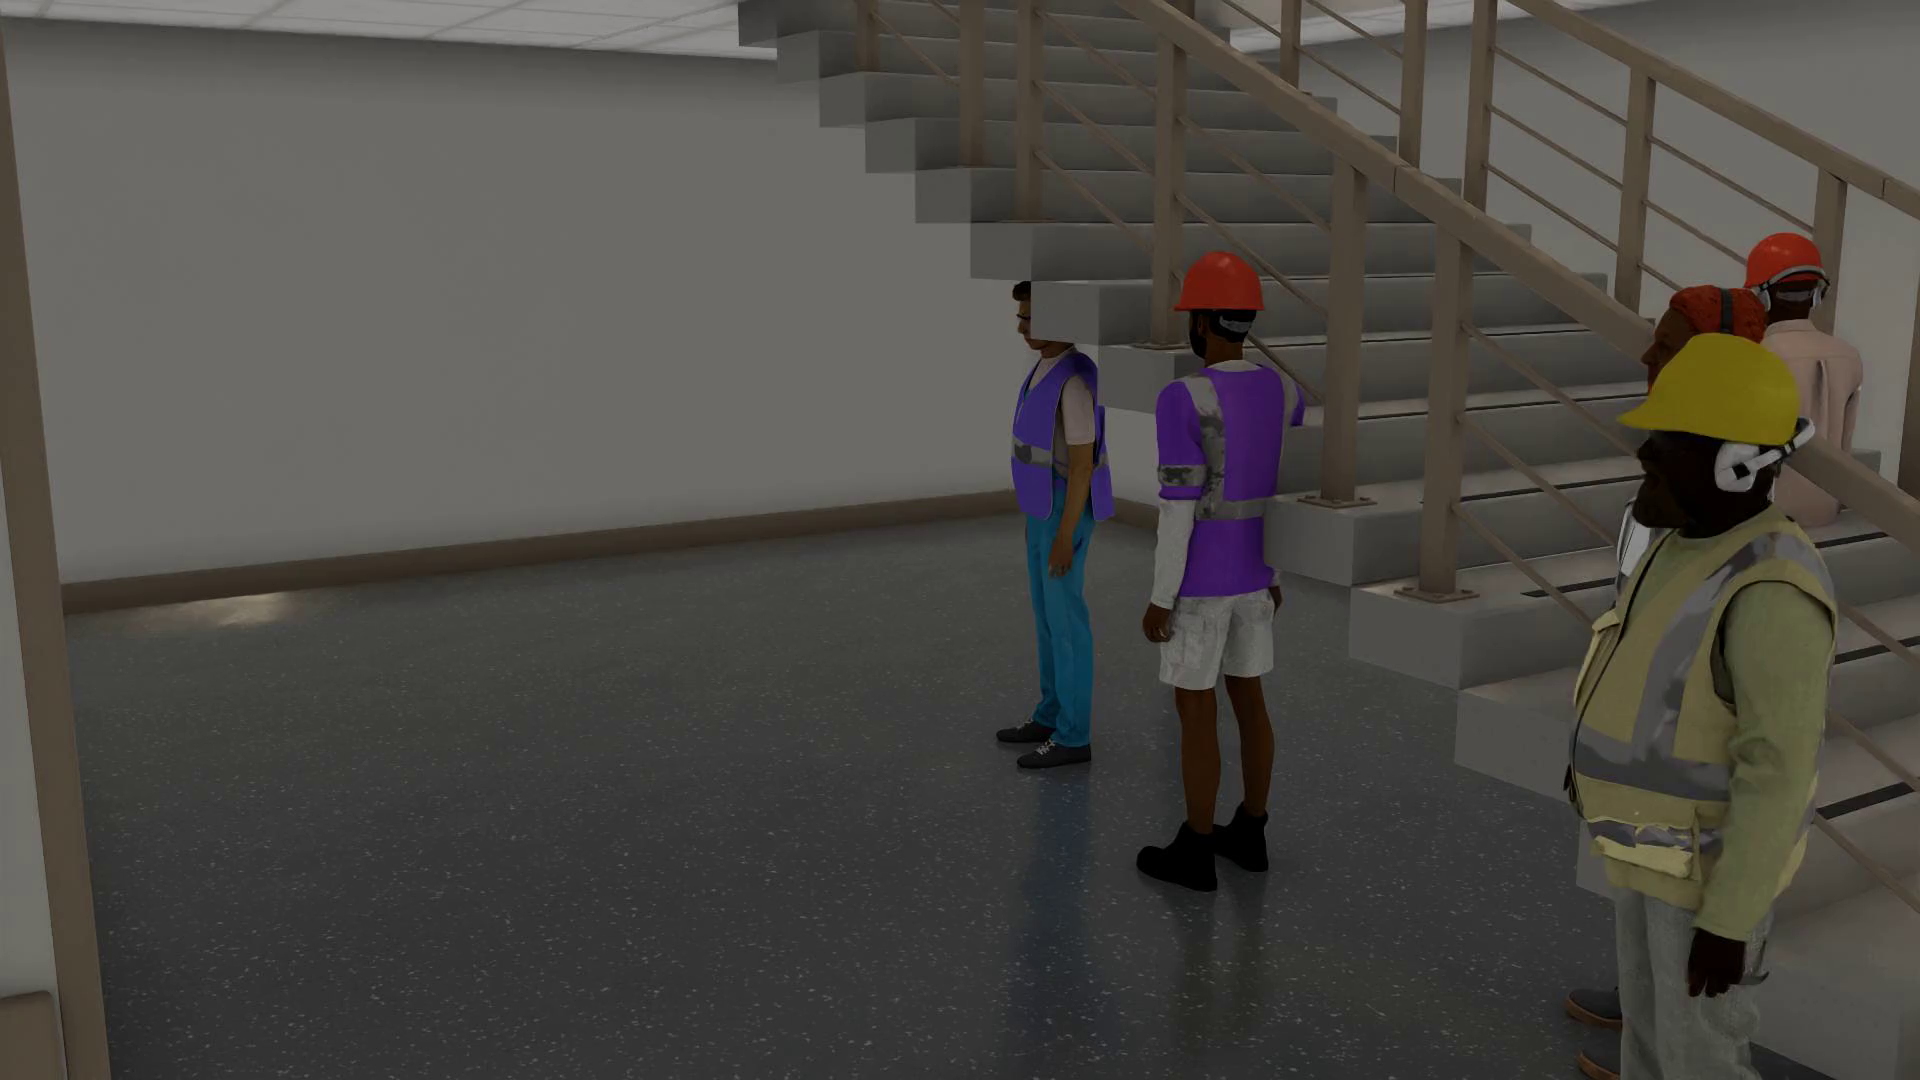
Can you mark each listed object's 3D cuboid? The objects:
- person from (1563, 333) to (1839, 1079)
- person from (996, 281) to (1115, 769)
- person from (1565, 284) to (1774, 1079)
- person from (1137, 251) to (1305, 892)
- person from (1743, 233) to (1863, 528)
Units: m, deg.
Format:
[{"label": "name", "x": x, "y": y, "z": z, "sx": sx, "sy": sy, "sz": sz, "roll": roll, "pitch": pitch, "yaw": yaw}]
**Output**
[{"label": "person", "x": 1.297, "y": 0.552, "z": 2.993, "sx": 0.403, "sy": 1.833, "sz": 0.598, "roll": 1, "pitch": 11, "yaw": 6}, {"label": "person", "x": 0.368, "y": -0.067, "z": 6.237, "sx": 0.390, "sy": 1.838, "sz": 0.564, "roll": -2, "pitch": 11, "yaw": -10}, {"label": "person", "x": 1.686, "y": 0.351, "z": 3.913, "sx": 0.355, "sy": 1.885, "sz": 0.575, "roll": 3, "pitch": 11, "yaw": 15}, {"label": "person", "x": 0.775, "y": 0.101, "z": 5.084, "sx": 0.552, "sy": 1.937, "sz": 0.356, "roll": -8, "pitch": 13, "yaw": -36}, {"label": "person", "x": 2.791, "y": -0.050, "z": 5.739, "sx": 0.623, "sy": 1.987, "sz": 0.394, "roll": -5, "pitch": 12, "yaw": -25}]
